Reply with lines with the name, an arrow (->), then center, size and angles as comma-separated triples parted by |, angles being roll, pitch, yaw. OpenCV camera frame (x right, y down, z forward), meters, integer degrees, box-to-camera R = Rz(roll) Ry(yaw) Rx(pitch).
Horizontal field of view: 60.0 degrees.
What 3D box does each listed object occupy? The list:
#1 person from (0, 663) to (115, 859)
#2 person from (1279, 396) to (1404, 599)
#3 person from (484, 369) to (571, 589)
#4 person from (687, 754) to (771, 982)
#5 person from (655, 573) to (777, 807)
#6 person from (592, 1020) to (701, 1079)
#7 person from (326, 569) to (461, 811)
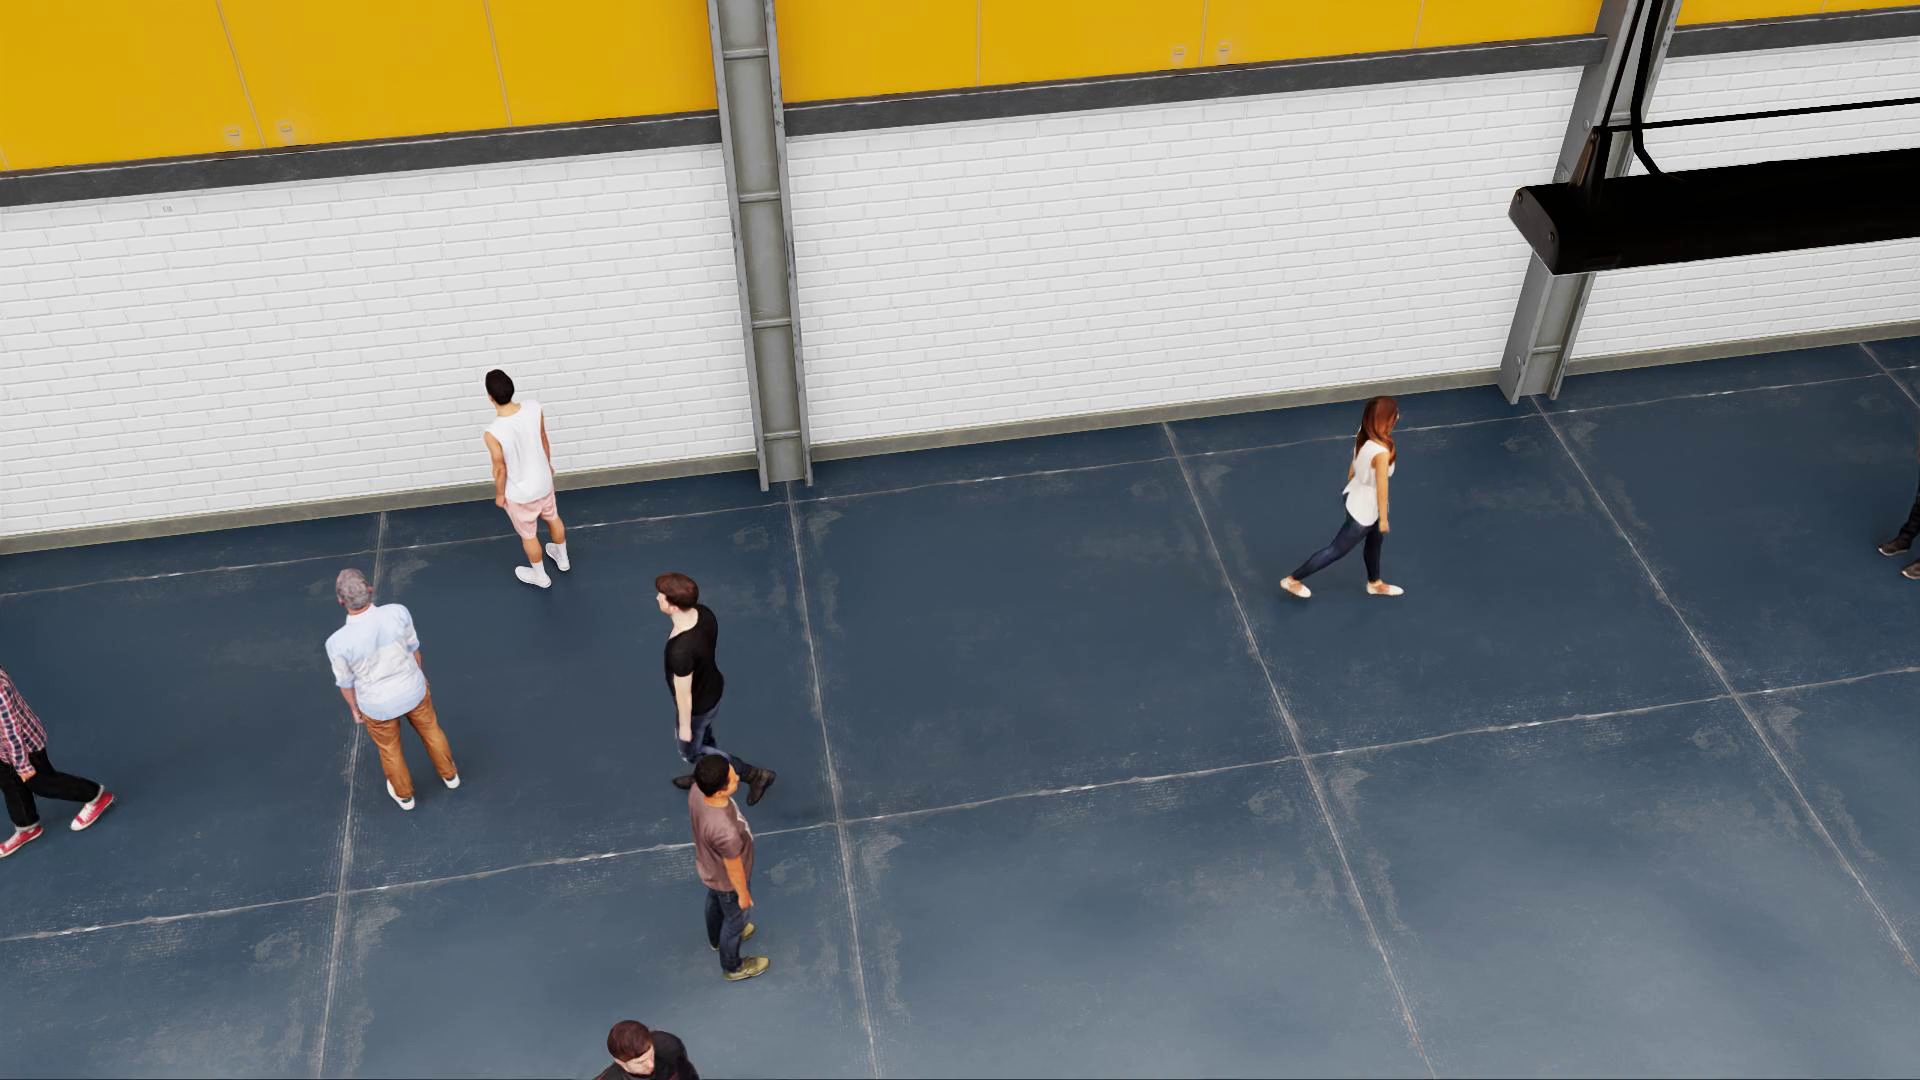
person -> -5.478, 1.126, 9.713 | 1.019, 1.742, 1.110 | 32, 52, 29
person -> 2.598, -0.218, 11.123 | 1.152, 1.746, 0.745 | 1, 44, 1
person -> -2.946, -0.406, 11.288 | 0.793, 1.789, 0.720 | 30, 51, 27
person -> -1.294, 1.768, 9.016 | 0.642, 1.775, 0.686 | -19, 47, -19
person -> -1.462, 0.936, 9.810 | 1.017, 1.885, 0.841 | 5, 44, 5
person -> -1.530, 2.767, 7.930 | 0.909, 1.828, 0.847 | 27, 50, 25
person -> -3.382, 0.894, 9.901 | 0.684, 1.820, 0.822 | -27, 50, -25
